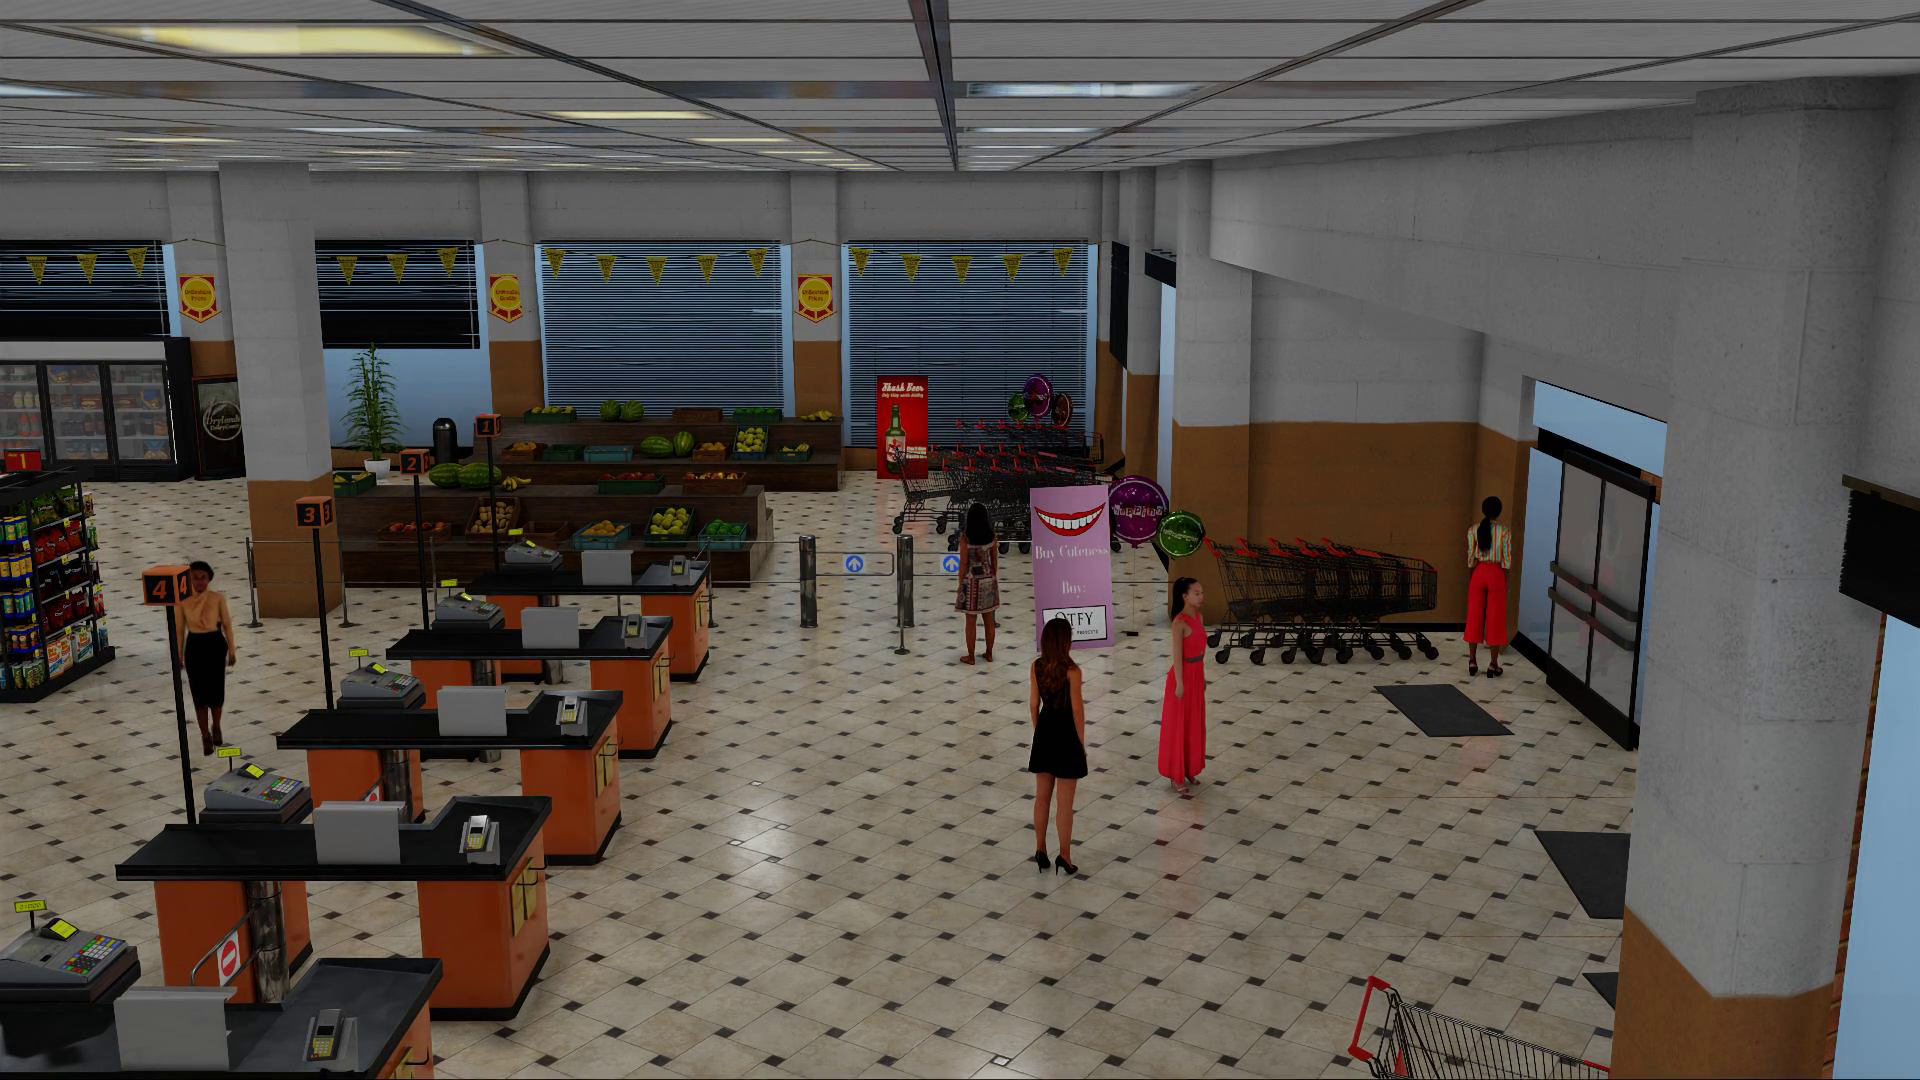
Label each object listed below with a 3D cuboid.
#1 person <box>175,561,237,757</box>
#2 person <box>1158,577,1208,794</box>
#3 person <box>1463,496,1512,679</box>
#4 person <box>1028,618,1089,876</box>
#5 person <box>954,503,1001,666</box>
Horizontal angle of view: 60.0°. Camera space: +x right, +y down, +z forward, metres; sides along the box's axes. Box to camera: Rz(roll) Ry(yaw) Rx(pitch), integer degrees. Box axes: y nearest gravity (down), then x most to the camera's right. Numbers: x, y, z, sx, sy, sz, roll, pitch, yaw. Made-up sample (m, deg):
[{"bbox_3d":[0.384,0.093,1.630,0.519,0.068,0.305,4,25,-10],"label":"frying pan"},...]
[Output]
[{"bbox_3d":[-6.417,0.980,14.147,0.821,1.637,0.859,-7,14,-30],"label":"person"},{"bbox_3d":[1.796,1.134,13.196,0.748,1.727,0.713,8,15,35],"label":"person"},{"bbox_3d":[5.167,0.452,16.277,0.638,1.793,0.742,7,14,31],"label":"person"},{"bbox_3d":[0.667,1.431,11.521,0.627,1.835,0.722,8,14,32],"label":"person"},{"bbox_3d":[0.182,0.430,16.740,0.642,1.645,0.784,-6,13,-27],"label":"person"}]
